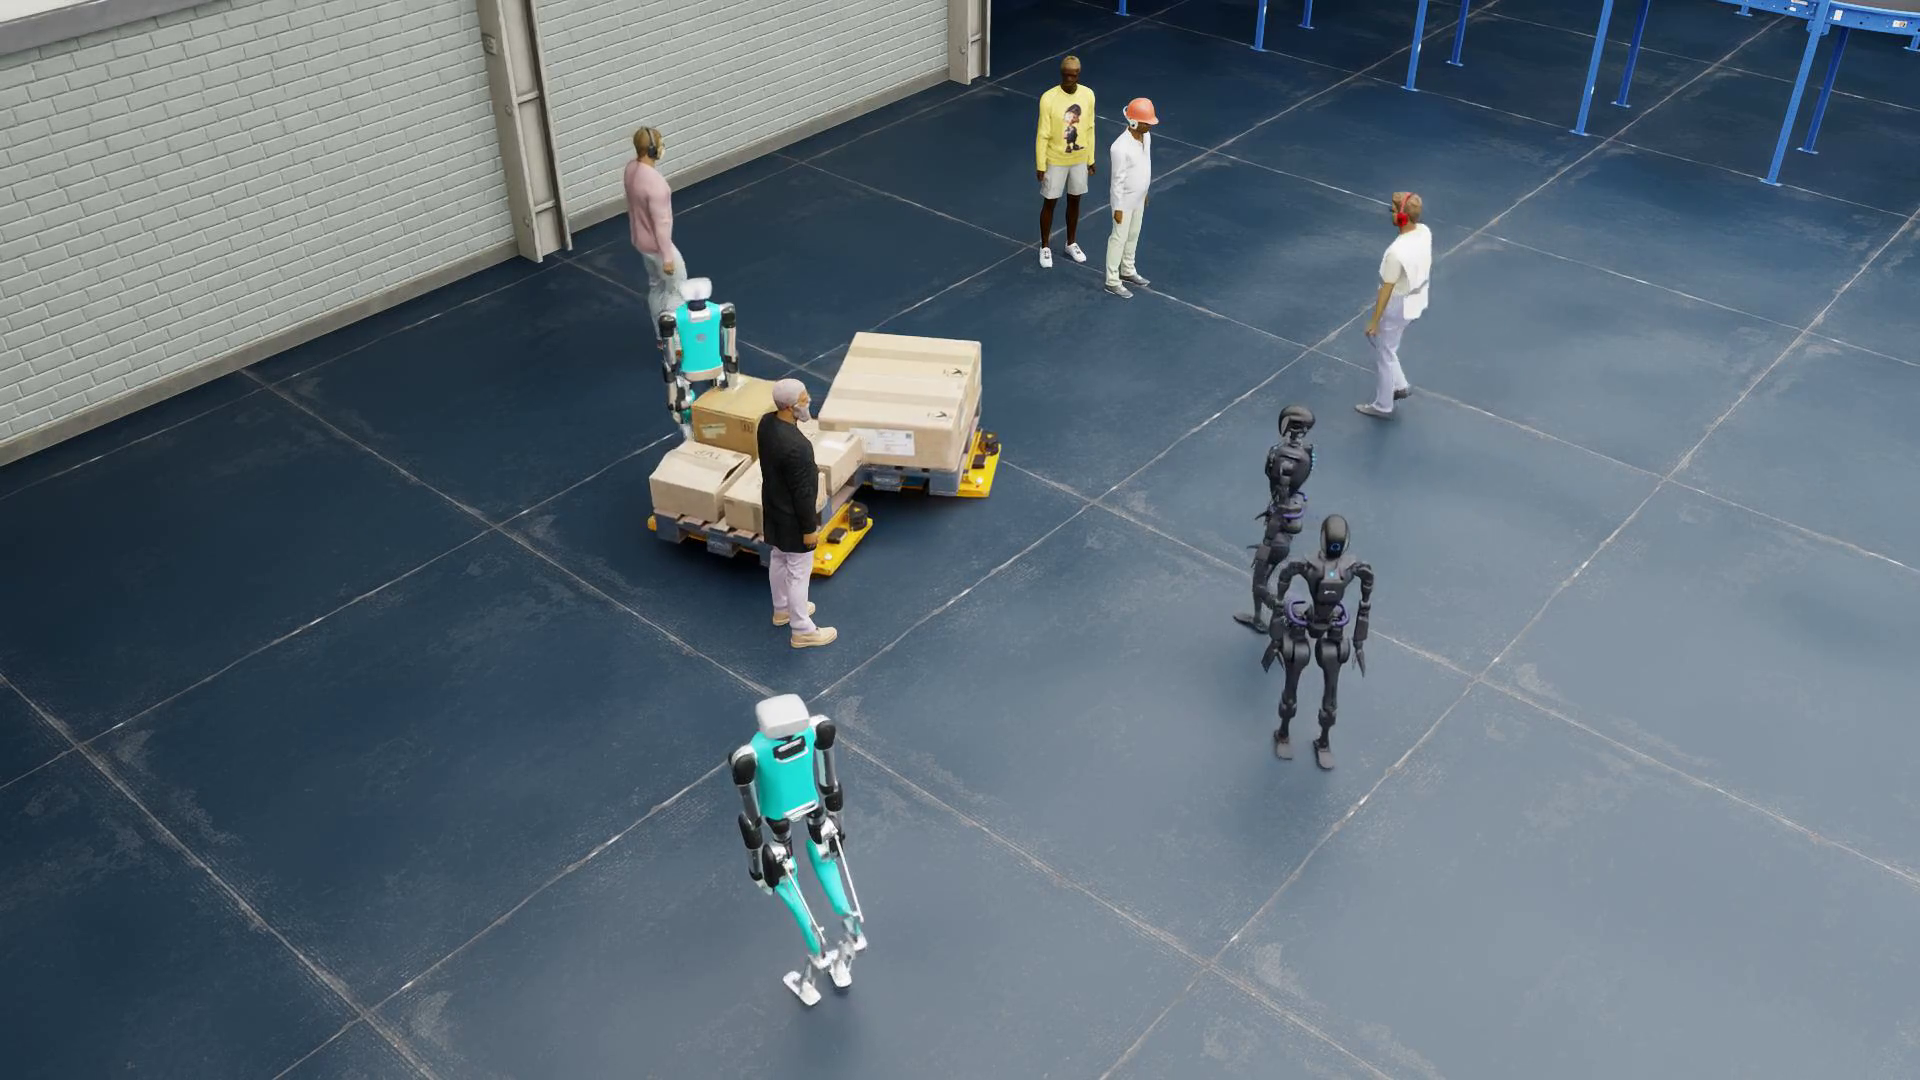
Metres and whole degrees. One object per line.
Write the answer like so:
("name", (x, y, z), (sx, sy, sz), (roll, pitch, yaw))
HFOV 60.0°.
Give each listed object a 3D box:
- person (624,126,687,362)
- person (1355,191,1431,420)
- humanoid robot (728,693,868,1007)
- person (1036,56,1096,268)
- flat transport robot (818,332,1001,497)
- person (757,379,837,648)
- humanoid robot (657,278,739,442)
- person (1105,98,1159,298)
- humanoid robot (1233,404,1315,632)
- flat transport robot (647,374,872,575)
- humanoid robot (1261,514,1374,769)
("person", (-2.399, -2.364, 13.276), (0.442, 1.927, 0.675), (-19, 40, -25))
("person", (3.263, -1.733, 12.477), (0.456, 1.830, 0.571), (19, 40, 25))
("humanoid robot", (-0.685, 1.574, 7.879), (0.531, 1.748, 0.732), (-21, 41, -27))
("person", (0.929, -3.345, 14.680), (0.554, 1.898, 0.360), (-11, 37, -15))
("flat transport robot", (-0.450, -0.617, 12.254), (1.431, 0.231, 0.659), (5, 36, 8))
("person", (-1.041, -0.171, 10.261), (0.404, 1.853, 0.544), (-17, 39, -23))
("humanoid robot", (-1.834, -1.056, 11.636), (0.530, 1.836, 0.655), (-12, 37, -16))
("person", (1.480, -2.938, 14.242), (0.347, 1.743, 0.561), (21, 40, 27))
("humanoid robot", (1.996, -0.098, 10.320), (0.467, 1.636, 0.604), (9, 36, 13))
("flat transport robot", (-1.396, -0.151, 11.600), (1.431, 0.231, 0.659), (14, 38, 19))
("humanoid robot", (2.005, 0.572, 9.363), (0.584, 1.648, 0.353), (0, 35, 0))
